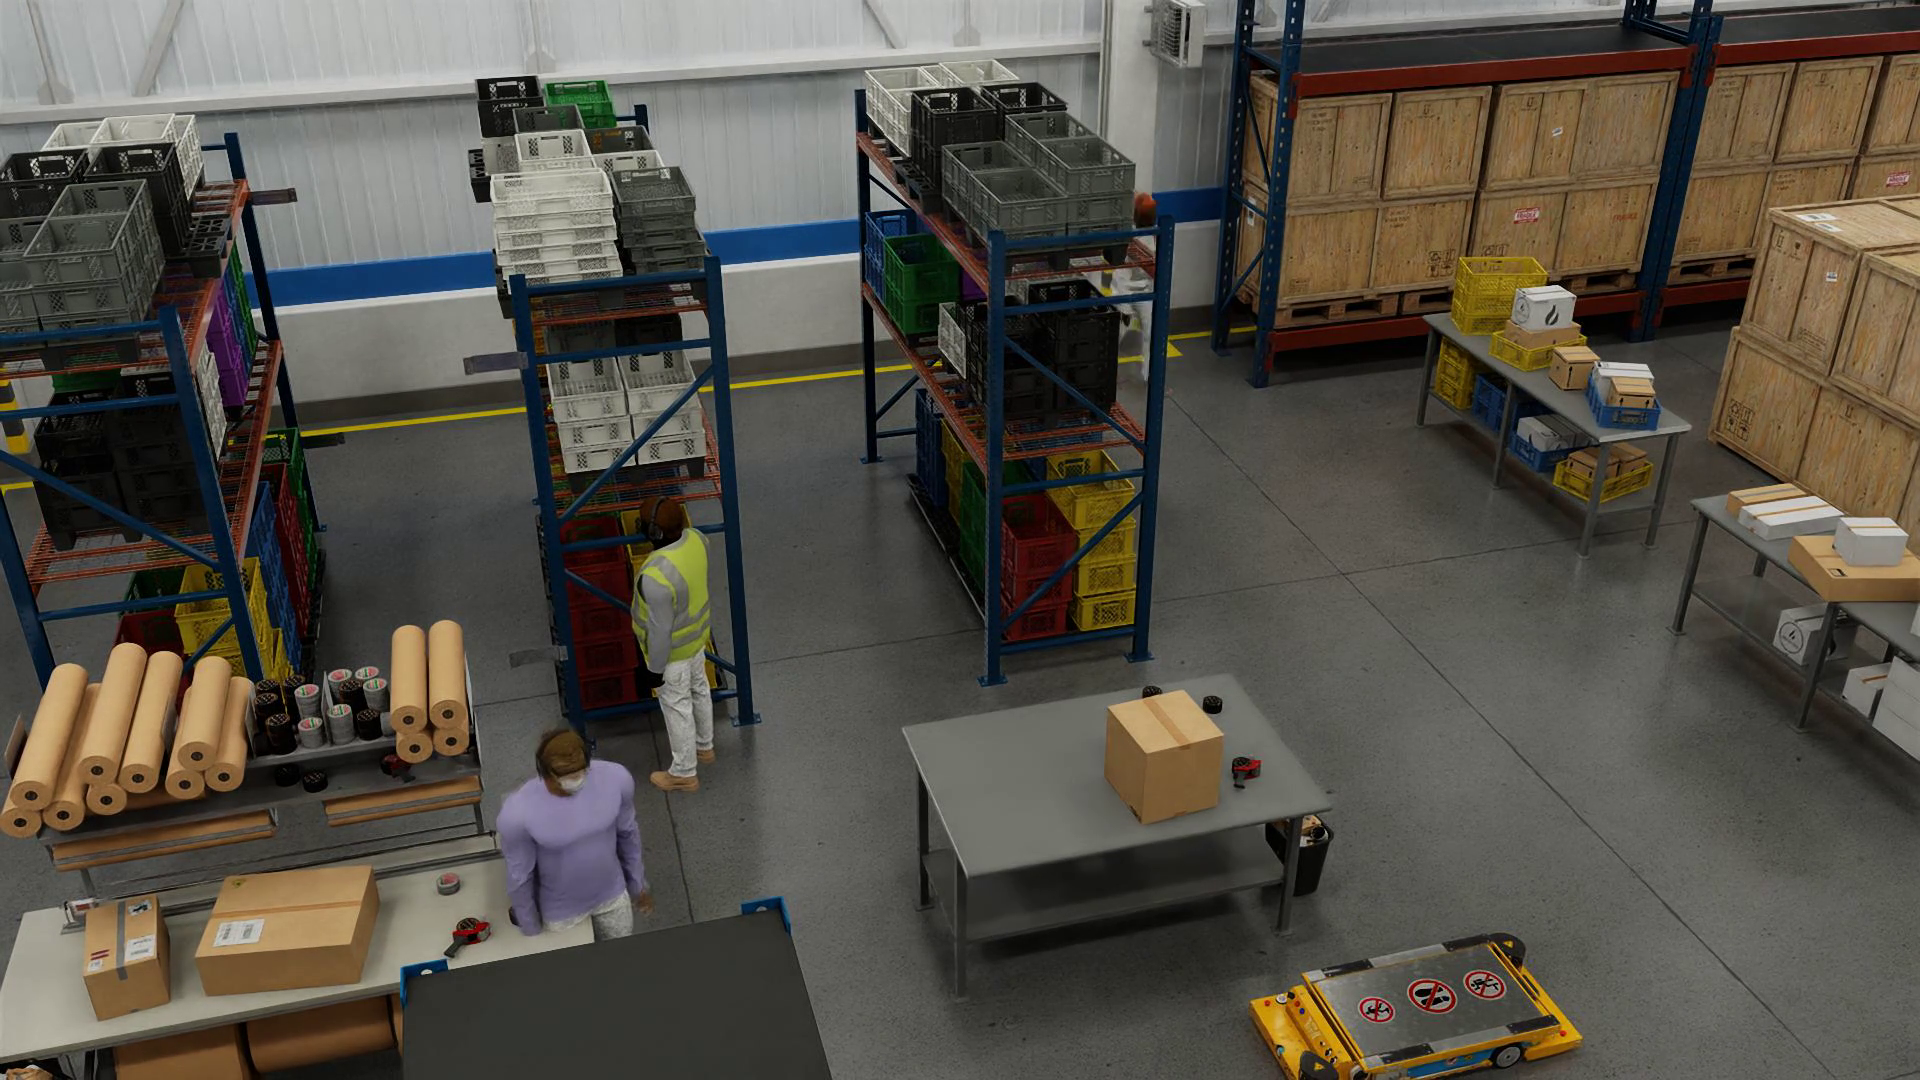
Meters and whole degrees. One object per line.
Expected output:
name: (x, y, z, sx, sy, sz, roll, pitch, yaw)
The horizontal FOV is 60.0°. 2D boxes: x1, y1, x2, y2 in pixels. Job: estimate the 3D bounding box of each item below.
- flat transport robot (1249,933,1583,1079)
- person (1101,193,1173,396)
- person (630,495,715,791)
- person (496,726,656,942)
flat transport robot: (2.184, 2.282, 7.980, 1.431, 0.197, 0.652, -8, 30, -14)
person: (1.521, -2.104, 14.344, 0.864, 1.836, 0.578, 22, 36, 34)
person: (-1.634, 0.577, 9.463, 0.429, 1.842, 0.634, 7, 30, 13)
person: (-1.696, 1.626, 7.465, 0.657, 1.934, 0.384, -20, 35, -32)
